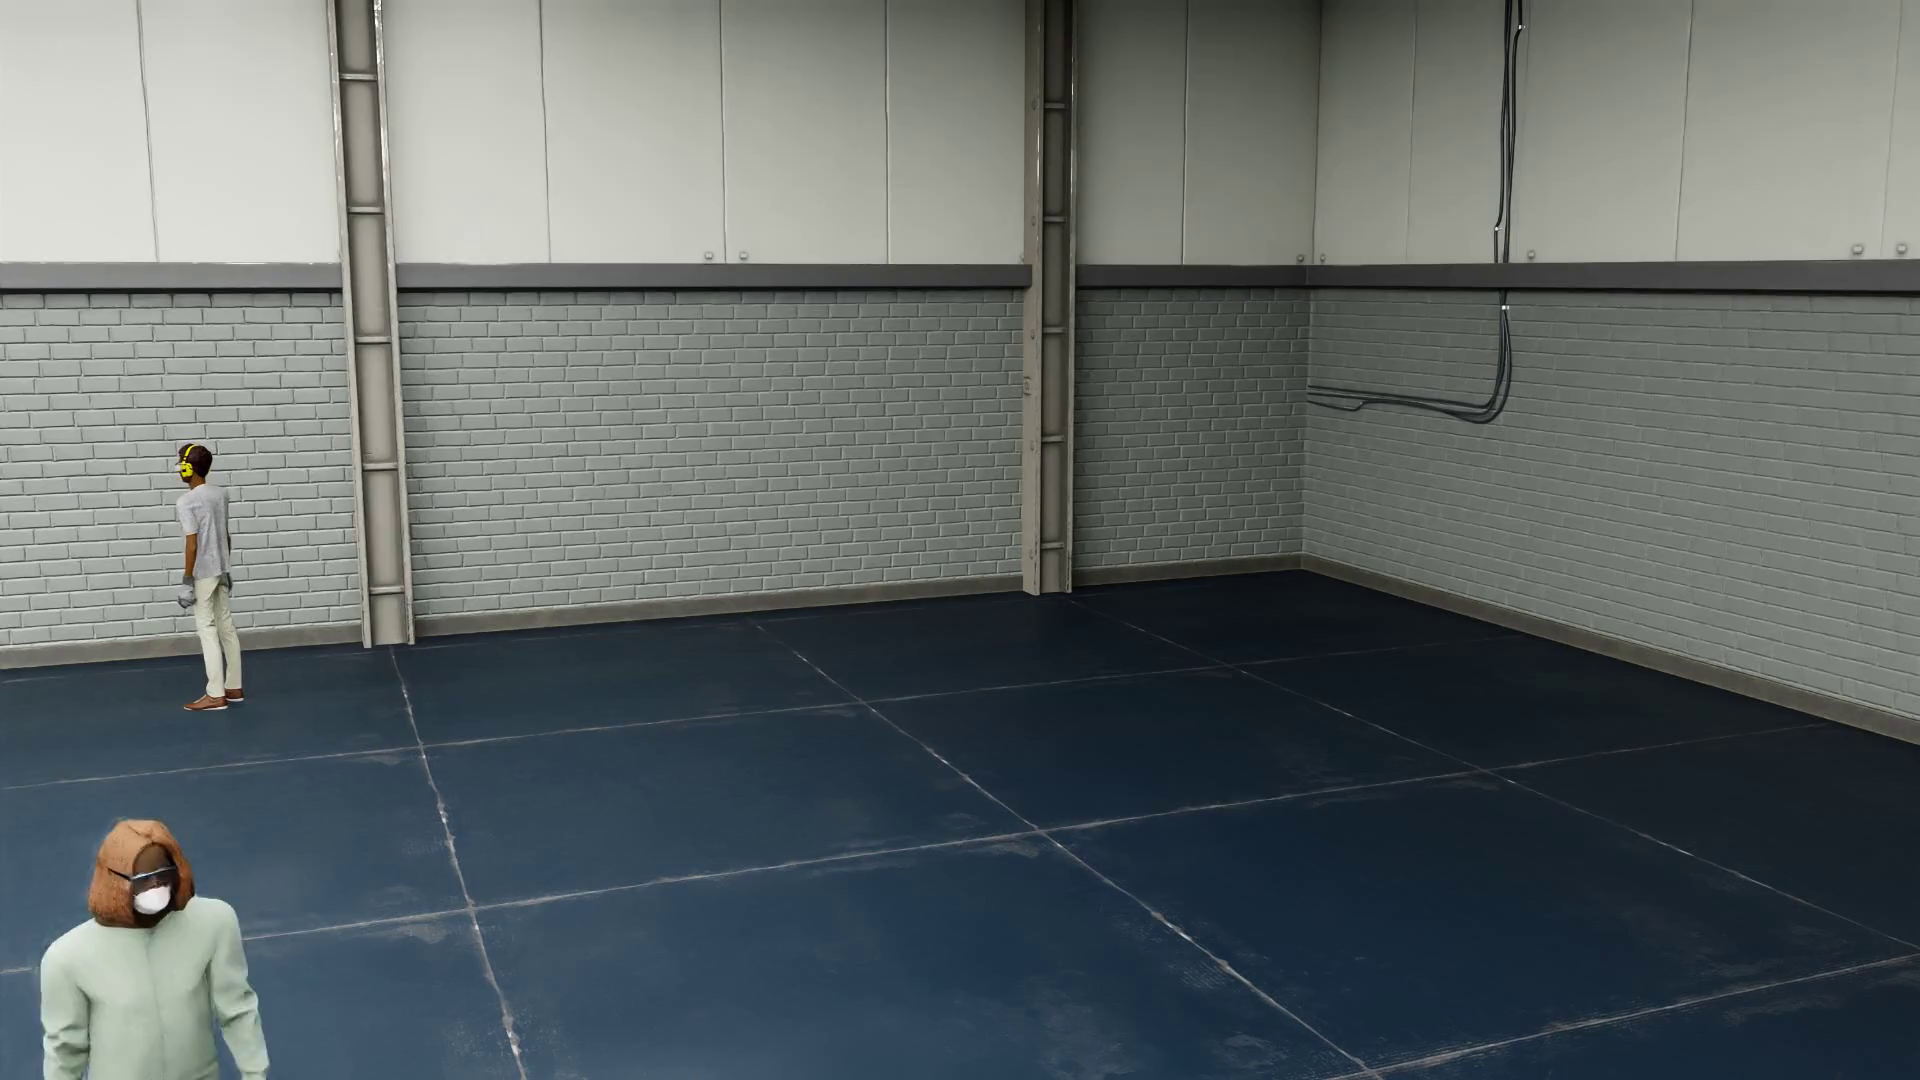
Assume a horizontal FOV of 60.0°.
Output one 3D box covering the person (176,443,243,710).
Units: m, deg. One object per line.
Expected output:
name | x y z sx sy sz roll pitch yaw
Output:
person | -5.281 0.259 11.622 0.336 1.873 0.521 2 9 11

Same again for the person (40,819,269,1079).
person | -2.113 1.529 4.445 0.574 1.613 0.516 8 12 41
